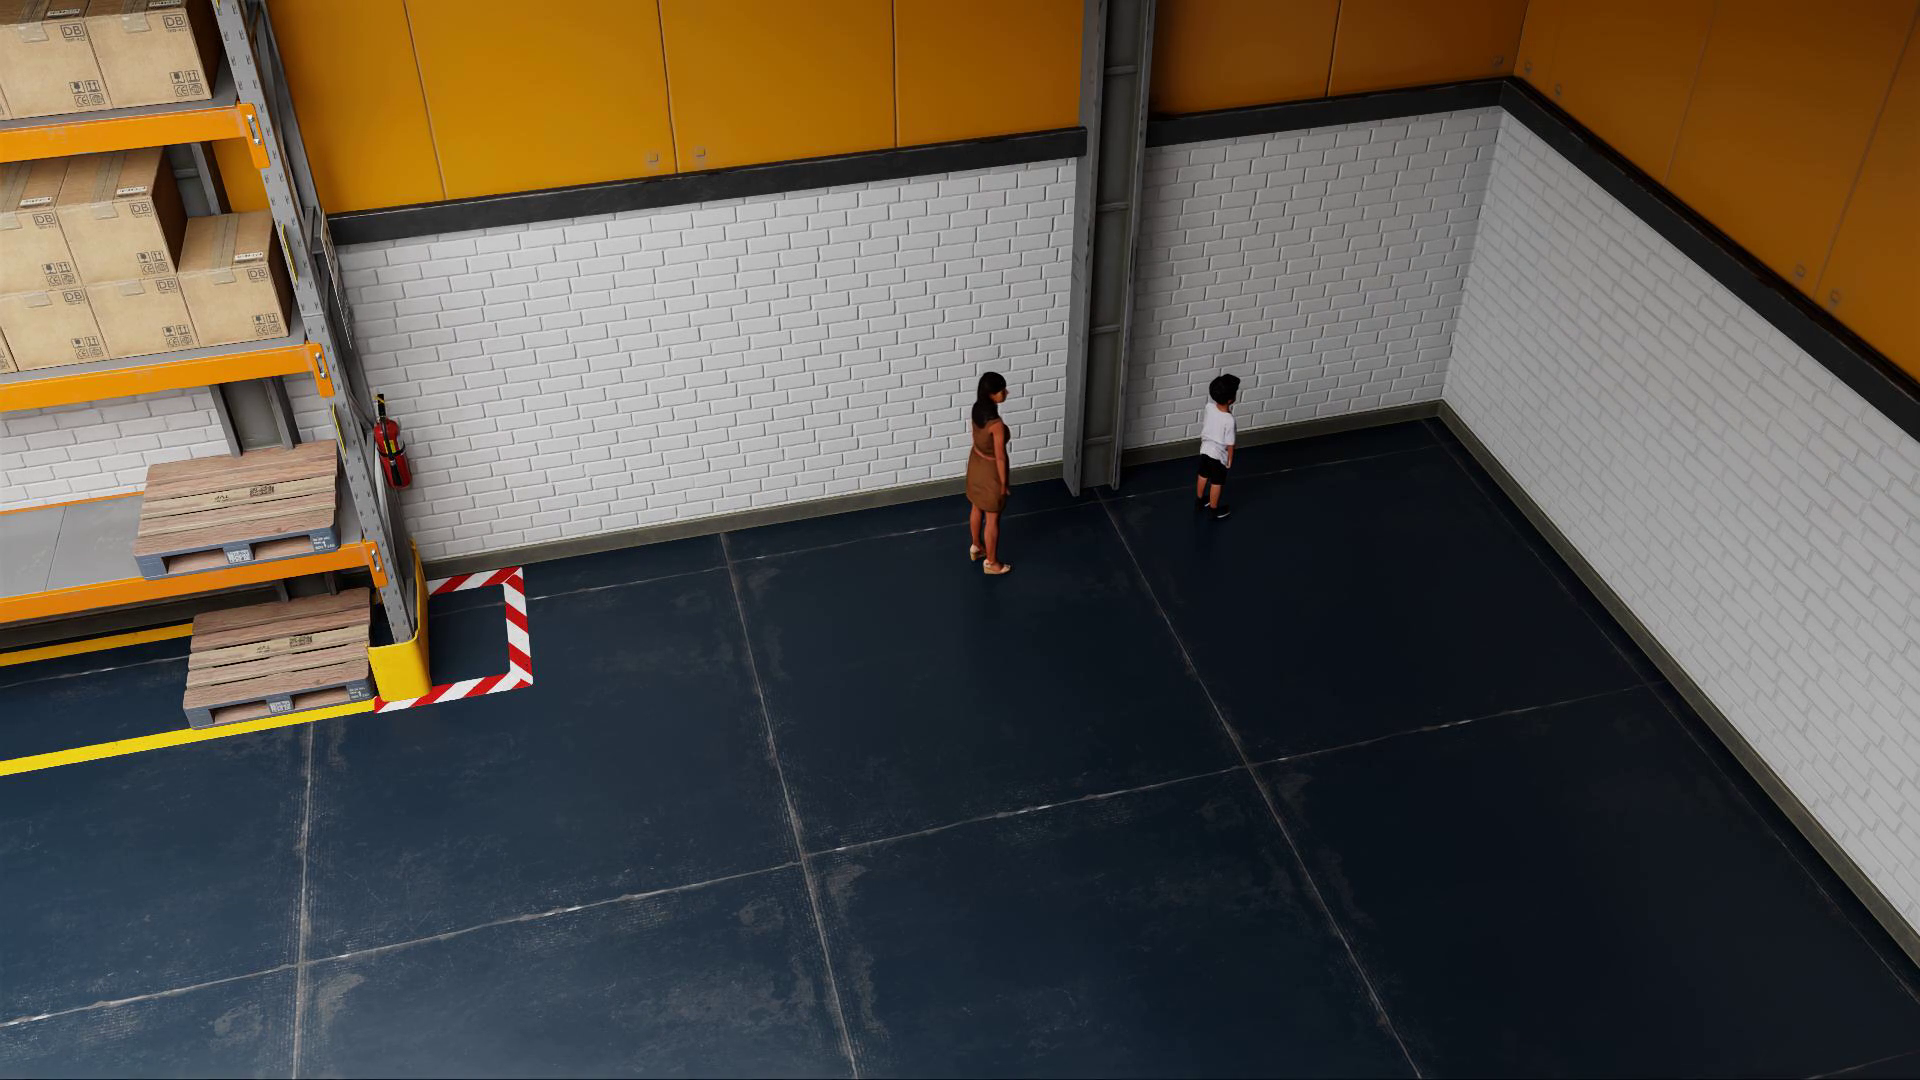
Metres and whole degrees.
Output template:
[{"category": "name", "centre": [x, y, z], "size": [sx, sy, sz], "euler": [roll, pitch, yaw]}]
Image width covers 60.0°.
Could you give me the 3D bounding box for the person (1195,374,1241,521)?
[{"category": "person", "centre": [1.966, -0.717, 12.768], "size": [0.581, 1.257, 0.550], "euler": [-26, 45, -29]}]

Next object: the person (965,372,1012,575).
[{"category": "person", "centre": [0.206, -0.486, 12.135], "size": [0.563, 1.686, 0.592], "euler": [-17, 42, -20]}]
